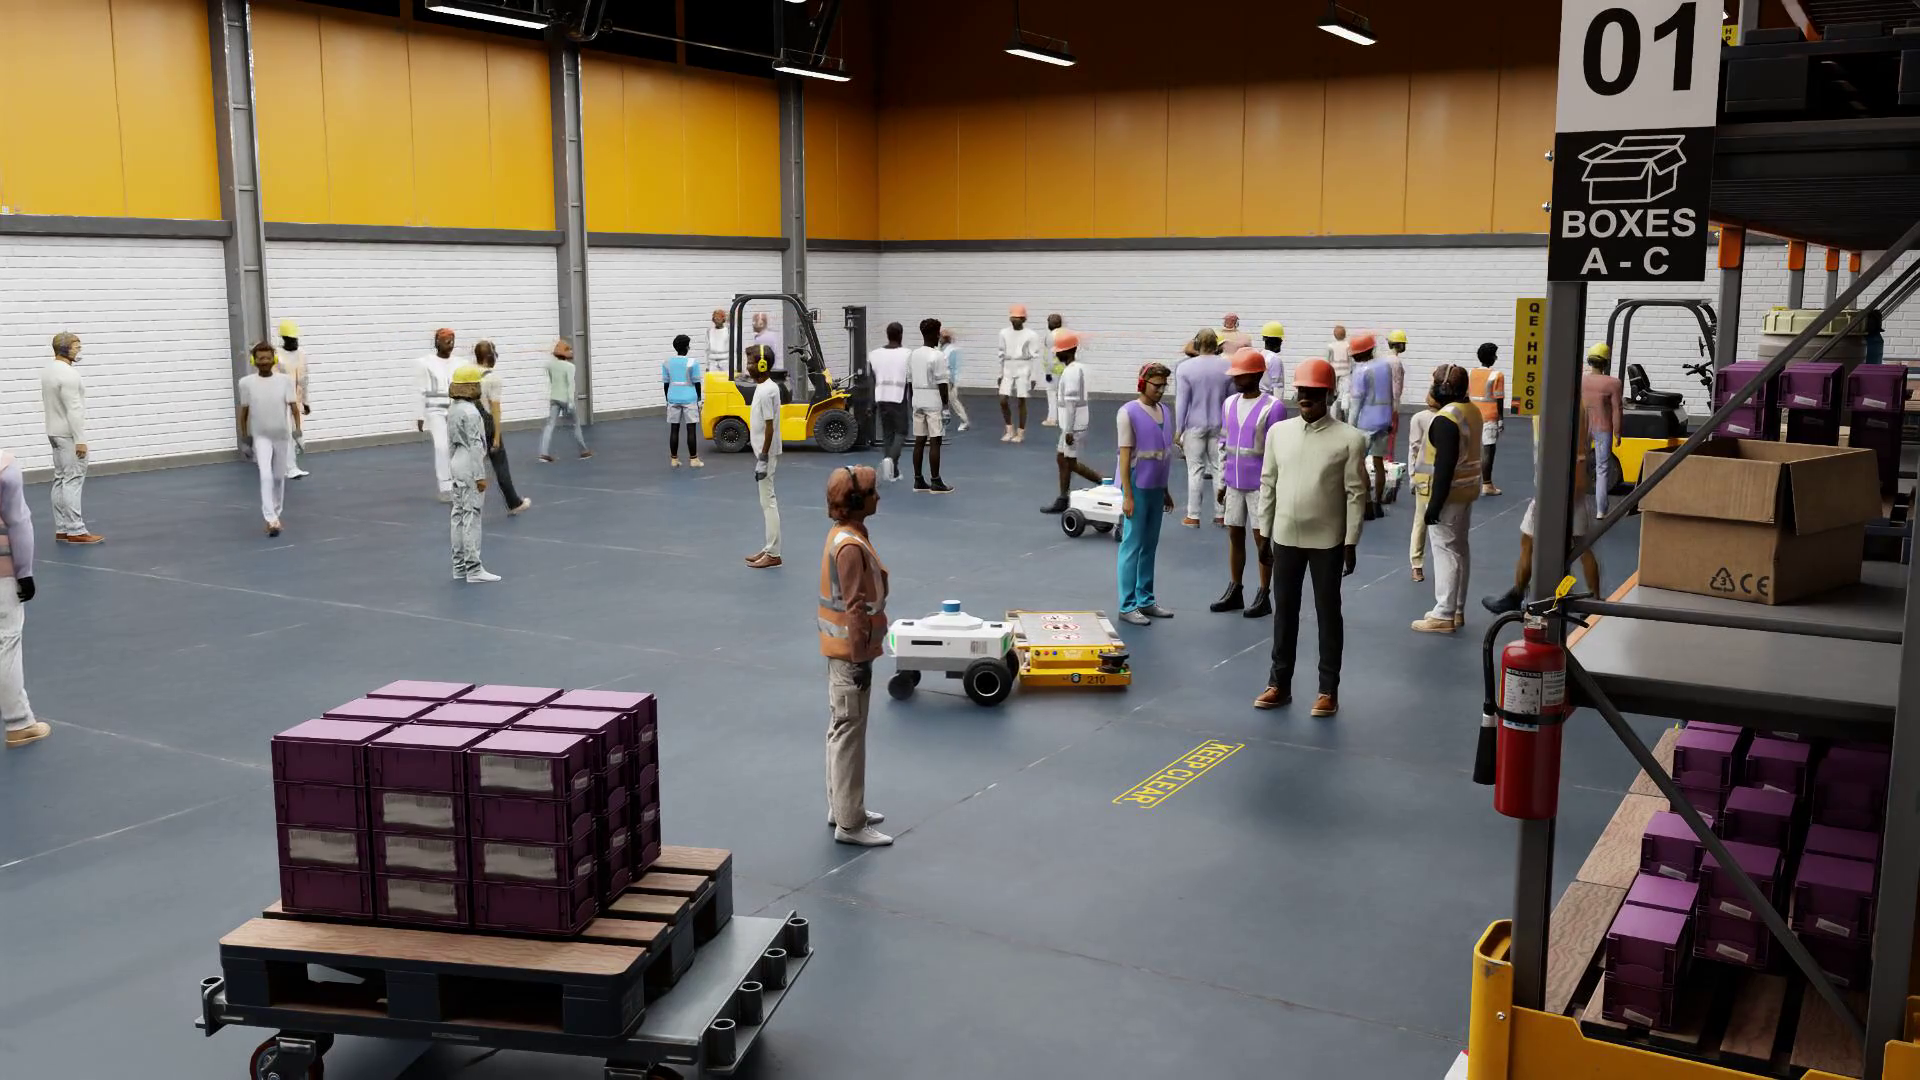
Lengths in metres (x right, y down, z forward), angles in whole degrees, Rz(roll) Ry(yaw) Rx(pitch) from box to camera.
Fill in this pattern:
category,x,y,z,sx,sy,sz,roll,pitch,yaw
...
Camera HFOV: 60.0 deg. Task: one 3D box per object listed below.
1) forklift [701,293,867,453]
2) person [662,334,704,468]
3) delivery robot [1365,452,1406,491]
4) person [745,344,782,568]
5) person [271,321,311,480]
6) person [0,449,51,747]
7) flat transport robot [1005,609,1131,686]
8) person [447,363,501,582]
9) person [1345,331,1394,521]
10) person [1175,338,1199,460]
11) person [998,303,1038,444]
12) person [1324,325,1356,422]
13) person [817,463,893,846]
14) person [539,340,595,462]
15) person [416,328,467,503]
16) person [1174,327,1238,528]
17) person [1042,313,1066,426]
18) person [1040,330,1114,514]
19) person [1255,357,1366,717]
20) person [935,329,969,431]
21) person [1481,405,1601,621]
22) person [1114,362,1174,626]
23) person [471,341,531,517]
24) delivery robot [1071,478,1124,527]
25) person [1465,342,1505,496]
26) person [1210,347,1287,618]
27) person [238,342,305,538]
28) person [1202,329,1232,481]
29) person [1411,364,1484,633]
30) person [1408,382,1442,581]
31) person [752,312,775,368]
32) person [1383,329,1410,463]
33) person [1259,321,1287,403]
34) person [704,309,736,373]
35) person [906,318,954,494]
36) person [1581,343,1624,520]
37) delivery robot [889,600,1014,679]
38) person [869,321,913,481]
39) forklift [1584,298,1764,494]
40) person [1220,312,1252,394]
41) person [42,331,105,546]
category,x,y,z,sx,sy,sz,roll,pitch,yaw
forklift,-2.458,-2.344,23.176,2.313,2.155,1.214,0,9,-2
person,-3.494,-1.744,20.991,0.531,1.692,0.320,2,9,15
delivery robot,4.430,-0.732,17.921,0.707,0.478,0.477,4,10,24
person,-1.652,-0.699,13.916,0.328,1.873,0.512,-1,9,-7
person,-8.010,-1.667,19.929,0.634,1.894,0.583,4,10,23
person,-5.094,0.167,8.600,0.624,1.845,0.430,0,9,-3
flat transport robot,0.650,0.655,10.436,0.652,0.197,1.431,0,9,-2
person,-3.908,-0.535,13.287,0.295,1.744,0.491,-7,12,-38
person,4.097,-1.135,16.606,0.668,1.889,0.365,-7,11,-36
person,2.985,-1.827,21.751,0.438,1.619,0.493,-9,13,-43
person,0.796,-2.384,23.937,0.653,2.025,0.579,4,10,24
person,6.224,-2.717,27.261,0.518,1.615,0.670,2,9,14
person,-0.460,0.490,7.195,0.307,1.645,0.519,-1,9,-8
person,-5.195,-1.821,21.787,0.500,1.588,0.858,5,10,30
person,-5.447,-1.328,17.820,0.649,1.871,0.613,9,13,44
person,2.373,-1.077,16.062,0.635,1.936,0.355,-2,9,-11
person,1.598,-2.731,26.766,0.571,1.825,0.631,7,11,37
person,1.214,-1.175,16.832,0.736,1.901,0.565,1,9,6
person,1.946,-0.021,9.286,0.612,1.997,0.375,6,11,32
person,-0.186,-2.479,25.852,0.829,1.606,0.524,-8,12,-41
person,4.165,-0.344,11.719,0.626,1.895,0.780,-6,11,-34
person,1.297,-0.335,11.744,0.389,1.837,0.563,7,12,38
person,-4.688,-1.072,16.481,0.538,1.793,0.970,4,10,23
delivery robot,1.365,-0.331,15.417,0.477,0.478,0.707,-8,12,-42
person,5.801,-1.345,18.473,0.320,1.701,0.585,-7,11,-36
person,2.055,-0.410,11.911,0.370,1.933,0.551,-8,12,-42
person,-6.467,-0.947,15.637,0.510,1.817,0.973,-5,11,-30
person,3.092,-1.567,19.537,0.598,1.809,0.597,4,10,24
person,3.336,-0.285,11.420,0.430,1.845,0.619,6,11,33
person,3.830,-0.483,13.303,0.507,1.632,0.267,-1,9,-9
person,-2.863,-2.452,24.808,0.760,1.886,0.645,-2,9,-12
person,5.381,-1.725,20.644,0.331,1.767,0.532,0,9,0
person,3.441,-1.463,18.505,0.366,1.927,0.588,-3,10,-19
person,-4.009,-2.880,27.572,0.601,1.852,0.835,2,9,14
person,-0.334,-1.498,18.600,0.367,1.966,0.607,-9,13,-43
person,6.342,-1.079,16.613,0.533,1.768,0.310,7,11,36
delivery robot,-0.049,0.593,9.650,0.707,0.478,0.477,1,9,7
person,-0.800,-1.601,19.463,0.604,1.899,0.667,3,10,17
forklift,7.954,-1.589,18.462,2.313,2.155,1.214,5,11,30
person,3.881,-2.314,23.883,0.643,1.909,0.410,2,9,15
person,-8.078,-0.918,15.073,0.635,1.936,0.350,9,13,44
